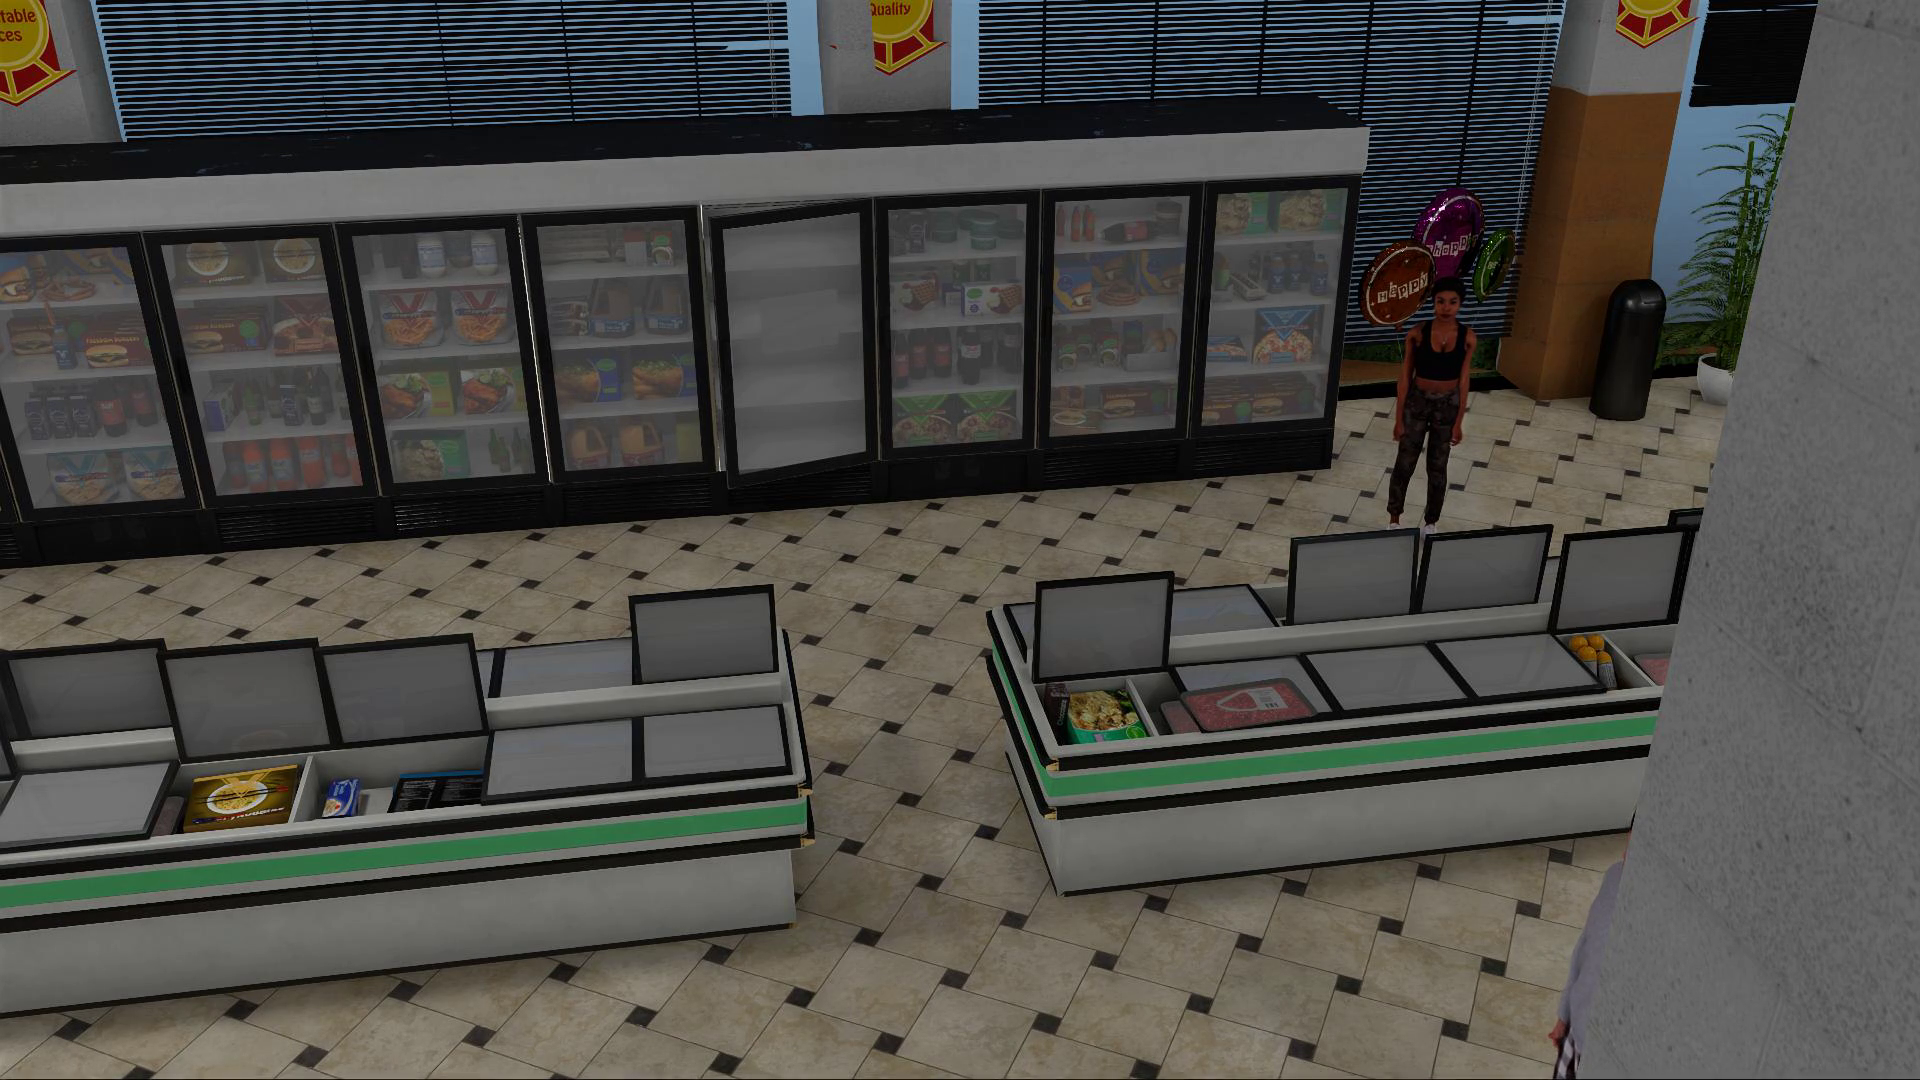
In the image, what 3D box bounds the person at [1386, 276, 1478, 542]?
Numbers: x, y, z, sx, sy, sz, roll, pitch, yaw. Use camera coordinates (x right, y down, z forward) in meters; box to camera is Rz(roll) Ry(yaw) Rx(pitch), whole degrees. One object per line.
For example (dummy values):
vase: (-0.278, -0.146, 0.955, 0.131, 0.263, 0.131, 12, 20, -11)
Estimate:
person: (2.788, -0.714, 9.875, 0.579, 1.621, 0.702, 5, 27, 9)
